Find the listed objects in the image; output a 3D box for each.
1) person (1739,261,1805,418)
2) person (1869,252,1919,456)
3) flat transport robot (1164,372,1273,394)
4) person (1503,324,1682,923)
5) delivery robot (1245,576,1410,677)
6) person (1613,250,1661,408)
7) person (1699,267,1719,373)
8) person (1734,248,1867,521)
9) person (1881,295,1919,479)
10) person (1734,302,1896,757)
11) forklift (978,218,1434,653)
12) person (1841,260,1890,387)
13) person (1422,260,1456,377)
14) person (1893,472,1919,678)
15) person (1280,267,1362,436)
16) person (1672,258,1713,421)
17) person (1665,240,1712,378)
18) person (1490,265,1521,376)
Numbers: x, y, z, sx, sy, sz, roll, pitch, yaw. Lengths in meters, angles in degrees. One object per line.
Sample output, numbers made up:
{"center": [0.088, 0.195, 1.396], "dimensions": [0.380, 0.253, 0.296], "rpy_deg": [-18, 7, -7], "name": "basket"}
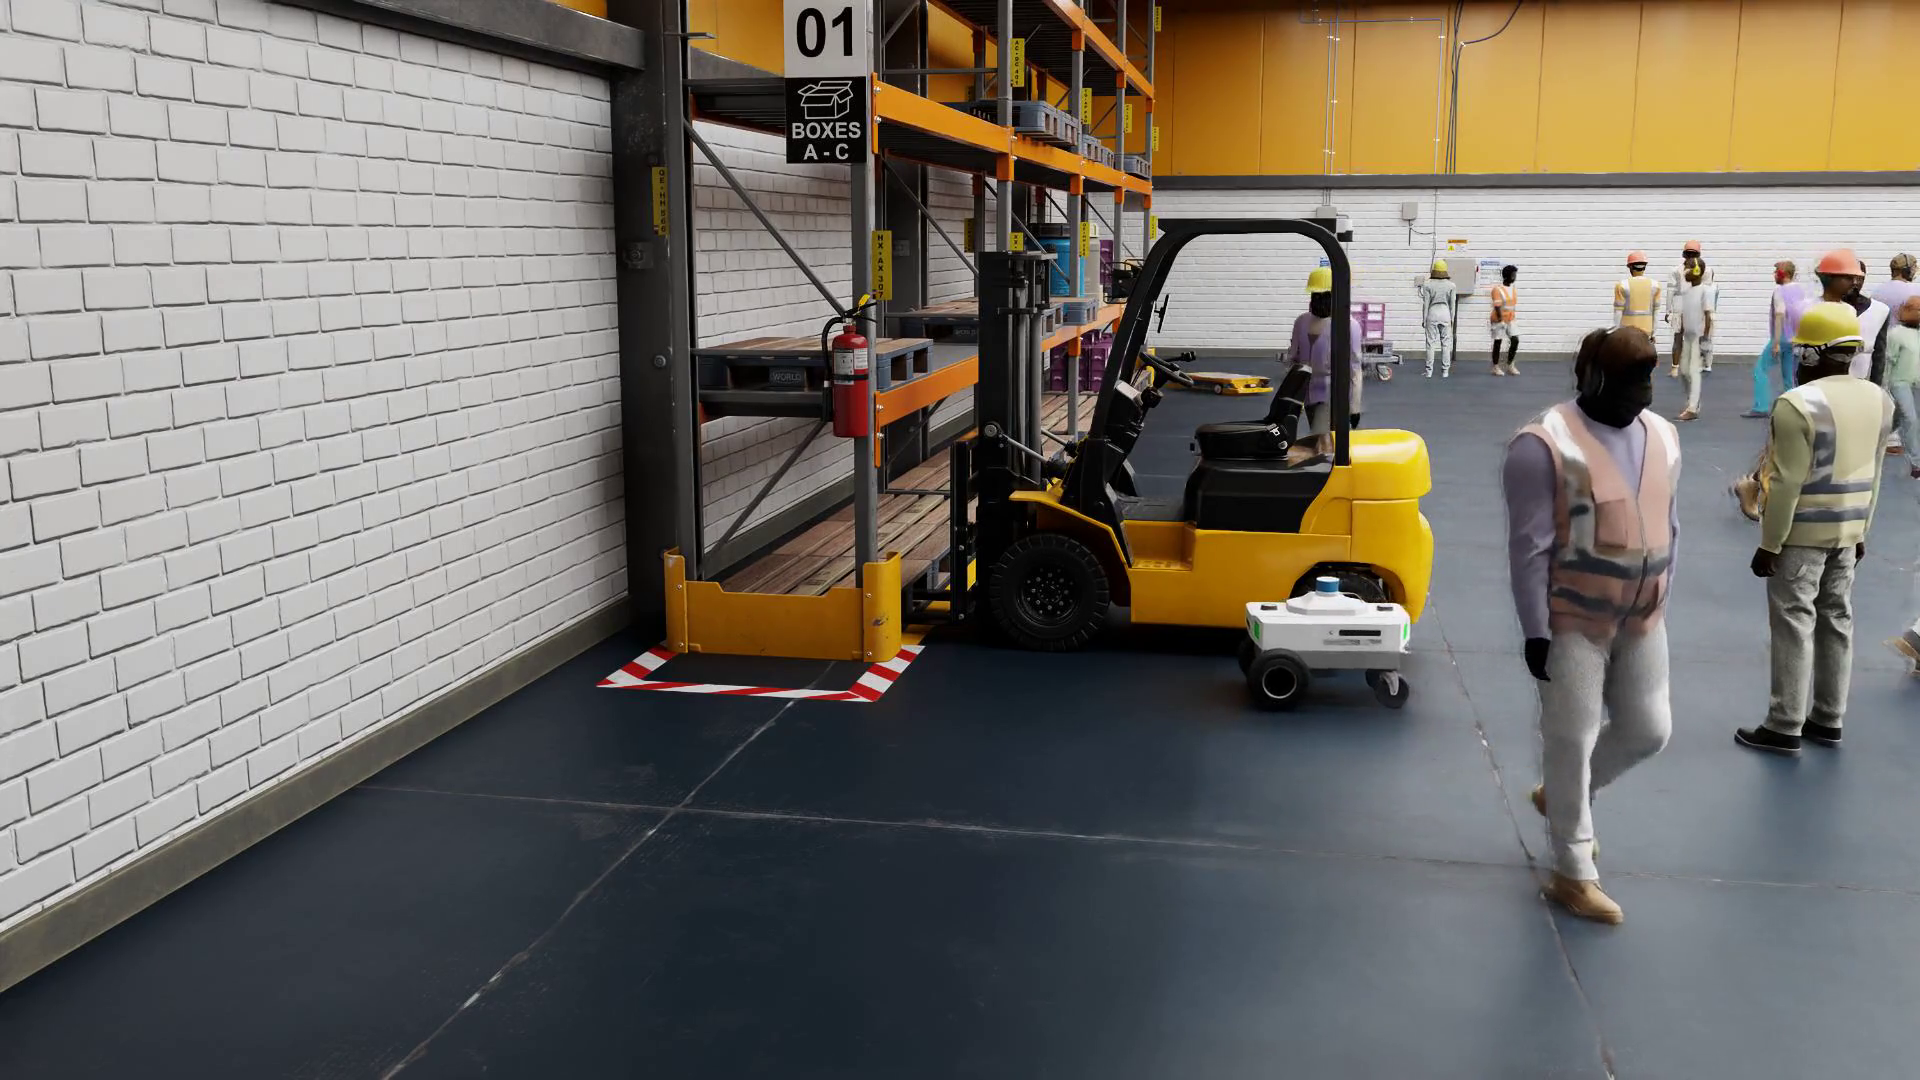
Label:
{"center": [9.276, -2.252, 18.903], "dimensions": [0.581, 1.814, 0.715], "rpy_deg": [-7, 12, -34], "name": "person"}
{"center": [8.955, -1.780, 15.982], "dimensions": [0.377, 1.940, 0.628], "rpy_deg": [-1, 10, -6], "name": "person"}
{"center": [3.487, -2.132, 22.486], "dimensions": [0.652, 0.197, 1.431], "rpy_deg": [-7, 13, -35], "name": "flat transport robot"}
{"center": [1.981, 0.242, 5.217], "dimensions": [0.658, 1.832, 0.562], "rpy_deg": [-4, 11, -19], "name": "person"}
{"center": [1.656, 0.409, 7.510], "dimensions": [0.707, 0.478, 0.477], "rpy_deg": [1, 11, 4], "name": "delivery robot"}
{"center": [8.049, -2.484, 19.865], "dimensions": [0.543, 1.933, 0.364], "rpy_deg": [0, 10, 2], "name": "person"}
{"center": [11.476, -3.399, 25.676], "dimensions": [0.514, 1.642, 0.310], "rpy_deg": [-5, 12, -27], "name": "person"}
{"center": [6.031, -1.059, 11.820], "dimensions": [0.600, 2.019, 0.915], "rpy_deg": [-4, 11, -22], "name": "person"}
{"center": [8.272, -1.352, 14.598], "dimensions": [0.509, 1.591, 0.869], "rpy_deg": [-4, 11, -22], "name": "person"}
{"center": [3.439, -0.038, 6.727], "dimensions": [0.602, 1.830, 0.404], "rpy_deg": [-5, 11, -24], "name": "person"}
{"center": [1.285, -0.567, 8.635], "dimensions": [2.313, 2.155, 1.214], "rpy_deg": [2, 11, 11], "name": "forklift"}
{"center": [6.943, -1.244, 13.098], "dimensions": [0.589, 1.920, 0.399], "rpy_deg": [4, 11, 22], "name": "person"}
{"center": [7.157, -3.309, 24.897], "dimensions": [0.489, 1.746, 0.286], "rpy_deg": [1, 10, 4], "name": "person"}
{"center": [4.692, -0.239, 7.740], "dimensions": [0.406, 1.868, 0.580], "rpy_deg": [0, 10, 0], "name": "person"}
{"center": [2.608, -1.041, 12.119], "dimensions": [1.002, 1.873, 0.595], "rpy_deg": [-6, 12, -31], "name": "person"}
{"center": [8.442, -2.299, 19.081], "dimensions": [0.590, 1.858, 0.637], "rpy_deg": [-1, 10, -7], "name": "person"}
{"center": [10.789, -3.417, 24.674], "dimensions": [0.612, 2.041, 0.394], "rpy_deg": [4, 11, 19], "name": "person"}
{"center": [8.174, -3.278, 24.925], "dimensions": [0.518, 1.667, 0.517], "rpy_deg": [-5, 11, -24], "name": "person"}
